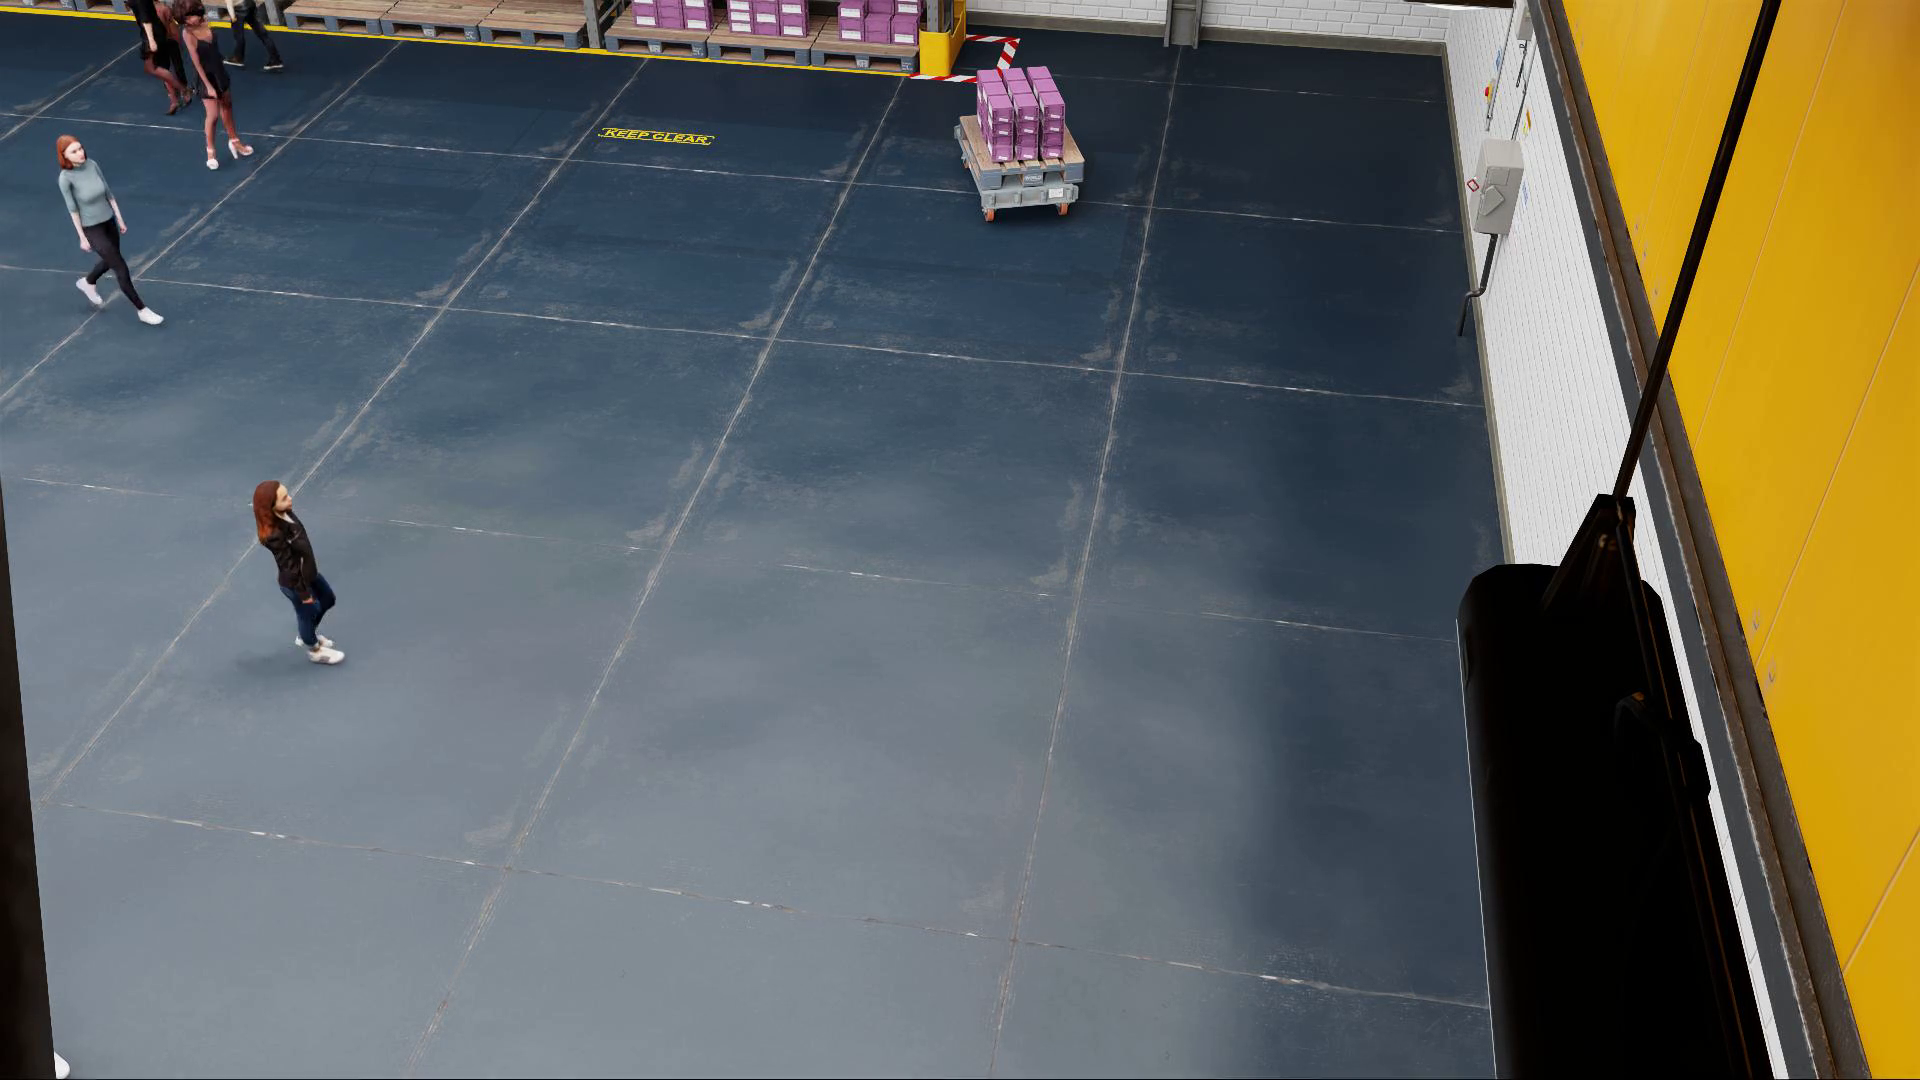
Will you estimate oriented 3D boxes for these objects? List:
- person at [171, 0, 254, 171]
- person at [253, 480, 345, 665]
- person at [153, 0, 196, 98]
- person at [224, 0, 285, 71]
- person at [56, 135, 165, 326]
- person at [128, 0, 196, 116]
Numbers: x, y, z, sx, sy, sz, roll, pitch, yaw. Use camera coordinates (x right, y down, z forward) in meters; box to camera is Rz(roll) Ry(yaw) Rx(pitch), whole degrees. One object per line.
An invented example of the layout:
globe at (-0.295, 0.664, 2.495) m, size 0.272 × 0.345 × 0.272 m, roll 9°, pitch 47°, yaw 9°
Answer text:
person at (-7.406, -4.597, 16.500) m, size 0.592 × 1.768 × 0.682 m, roll -5°, pitch 39°, yaw -6°
person at (-4.326, 0.231, 10.691) m, size 0.636 × 1.473 × 0.632 m, roll -5°, pitch 39°, yaw -6°
person at (-8.578, -5.404, 17.924) m, size 0.416 × 1.252 × 0.581 m, roll 9°, pitch 39°, yaw 11°
person at (-7.850, -5.855, 18.348) m, size 1.021 × 1.428 × 0.672 m, roll 12°, pitch 40°, yaw 14°
person at (-7.324, -2.625, 14.071) m, size 1.120 × 1.717 × 0.709 m, roll 13°, pitch 40°, yaw 16°
person at (-8.350, -5.275, 17.412) m, size 0.794 × 1.688 × 0.744 m, roll -12°, pitch 40°, yaw -15°
